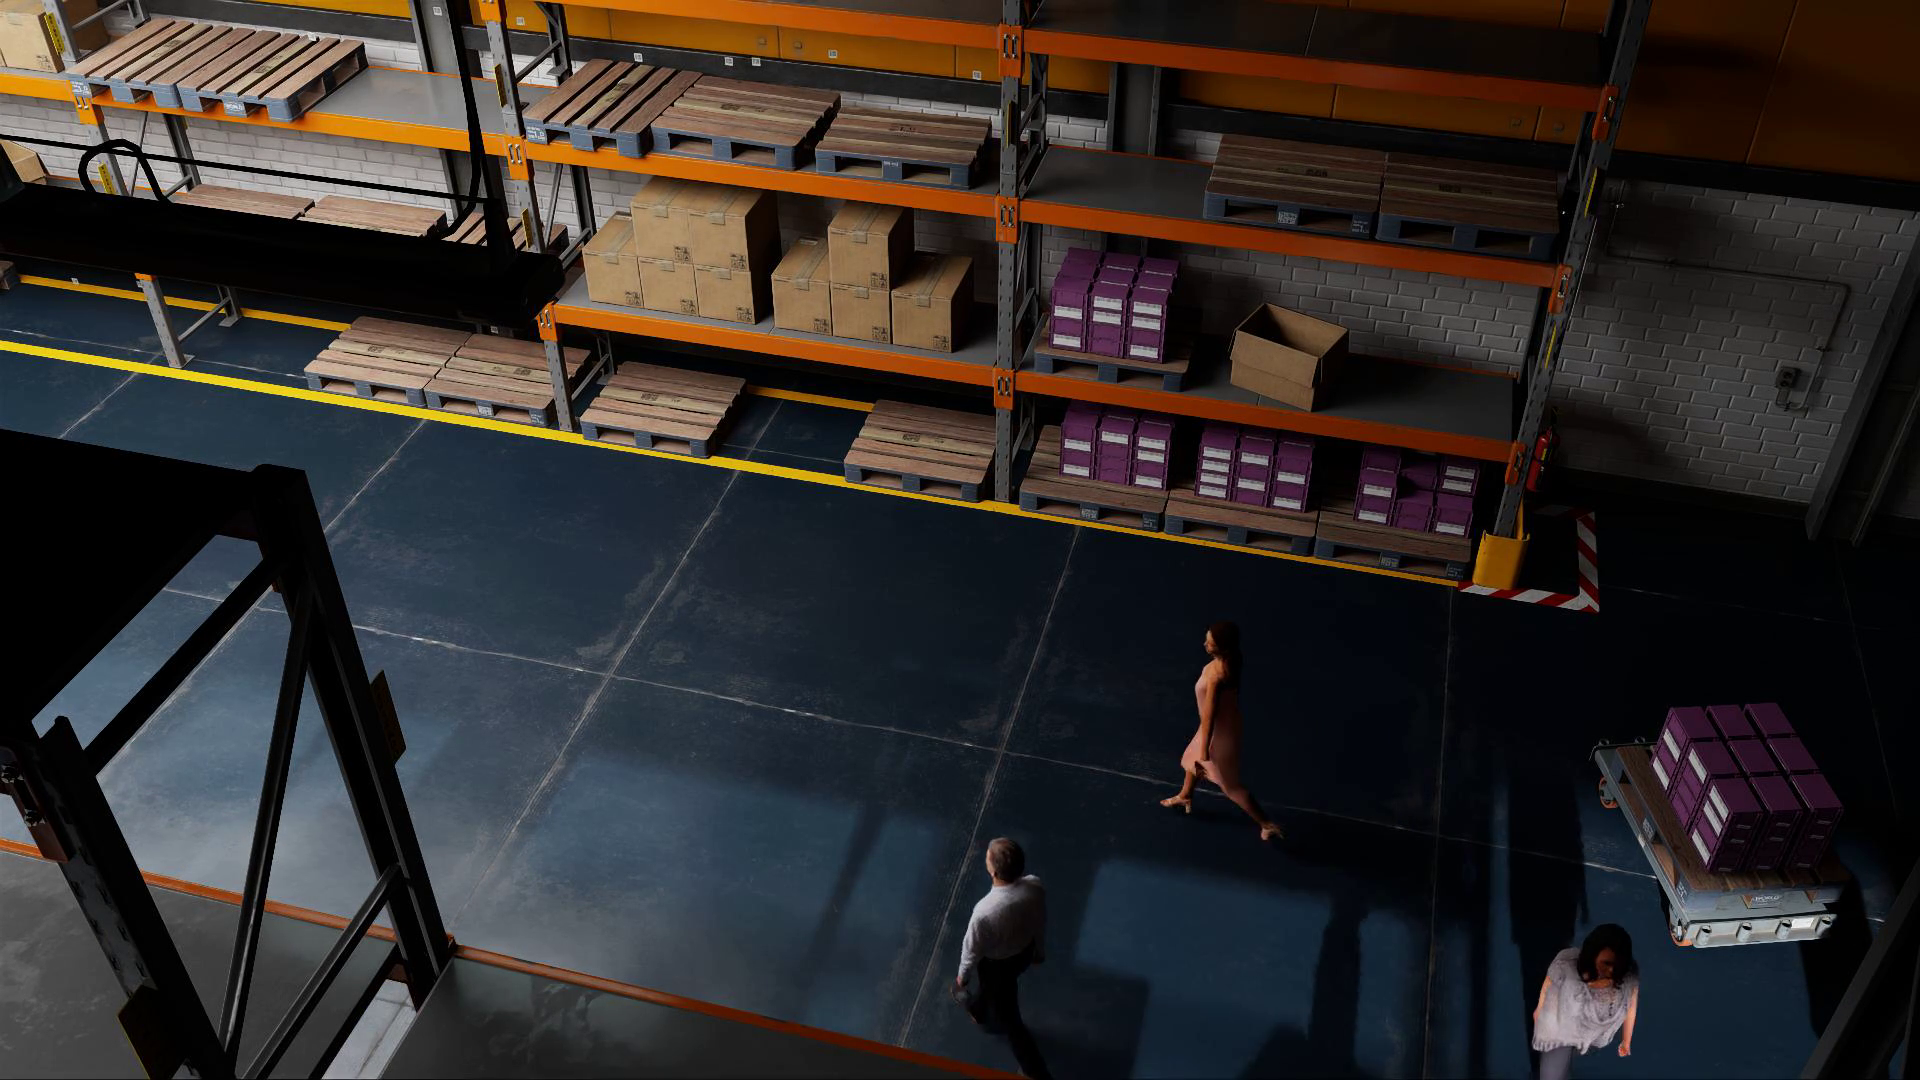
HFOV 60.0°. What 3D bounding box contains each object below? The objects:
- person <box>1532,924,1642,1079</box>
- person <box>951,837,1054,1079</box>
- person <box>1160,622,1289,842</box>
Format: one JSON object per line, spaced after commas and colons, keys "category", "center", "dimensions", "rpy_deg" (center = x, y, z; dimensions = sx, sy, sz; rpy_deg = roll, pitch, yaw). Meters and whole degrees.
{"category": "person", "center": [3.390, 2.564, 9.132], "dimensions": [0.984, 1.571, 0.840], "rpy_deg": [1, 39, 1]}
{"category": "person", "center": [0.295, 2.379, 9.197], "dimensions": [1.092, 1.779, 1.280], "rpy_deg": [-28, 46, -31]}
{"category": "person", "center": [1.749, 1.268, 10.581], "dimensions": [1.147, 1.788, 0.730], "rpy_deg": [16, 41, 19]}
